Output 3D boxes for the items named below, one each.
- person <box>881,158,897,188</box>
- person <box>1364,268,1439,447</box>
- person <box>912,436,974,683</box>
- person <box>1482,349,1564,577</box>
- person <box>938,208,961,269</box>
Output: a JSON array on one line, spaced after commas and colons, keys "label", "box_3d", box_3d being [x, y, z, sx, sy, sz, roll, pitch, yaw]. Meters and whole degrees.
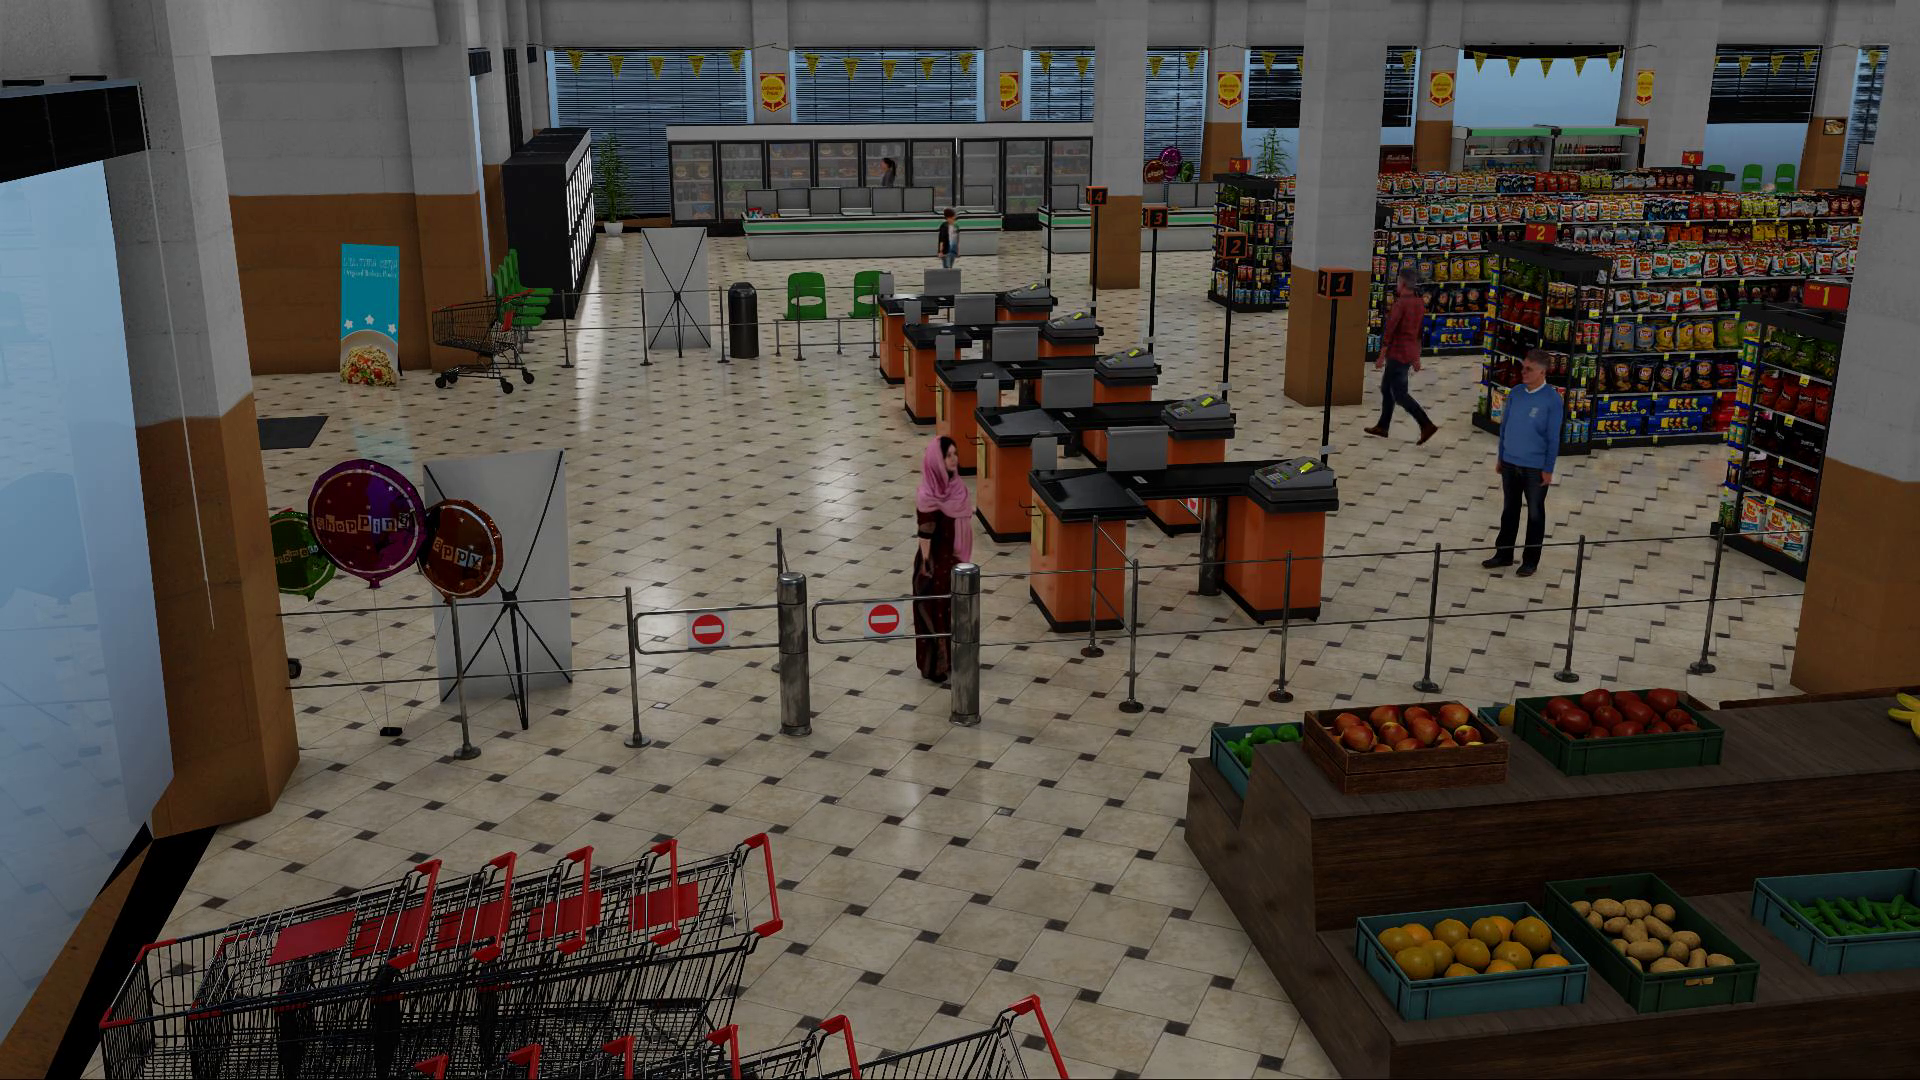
[{"label": "person", "box_3d": [-1.423, -7.147, 34.862, 0.964, 1.650, 0.728, 0, 17, 1]}, {"label": "person", "box_3d": [4.639, -1.859, 17.211, 1.180, 1.788, 1.205, 15, 22, 41]}, {"label": "person", "box_3d": [-0.126, 0.111, 10.984, 0.824, 1.637, 0.752, 13, 21, 37]}, {"label": "person", "box_3d": [4.480, -0.631, 13.130, 0.734, 1.809, 0.740, -13, 21, -36]}, {"label": "person", "box_3d": [-0.189, -4.707, 27.222, 0.883, 1.422, 0.824, 12, 21, 35]}]
